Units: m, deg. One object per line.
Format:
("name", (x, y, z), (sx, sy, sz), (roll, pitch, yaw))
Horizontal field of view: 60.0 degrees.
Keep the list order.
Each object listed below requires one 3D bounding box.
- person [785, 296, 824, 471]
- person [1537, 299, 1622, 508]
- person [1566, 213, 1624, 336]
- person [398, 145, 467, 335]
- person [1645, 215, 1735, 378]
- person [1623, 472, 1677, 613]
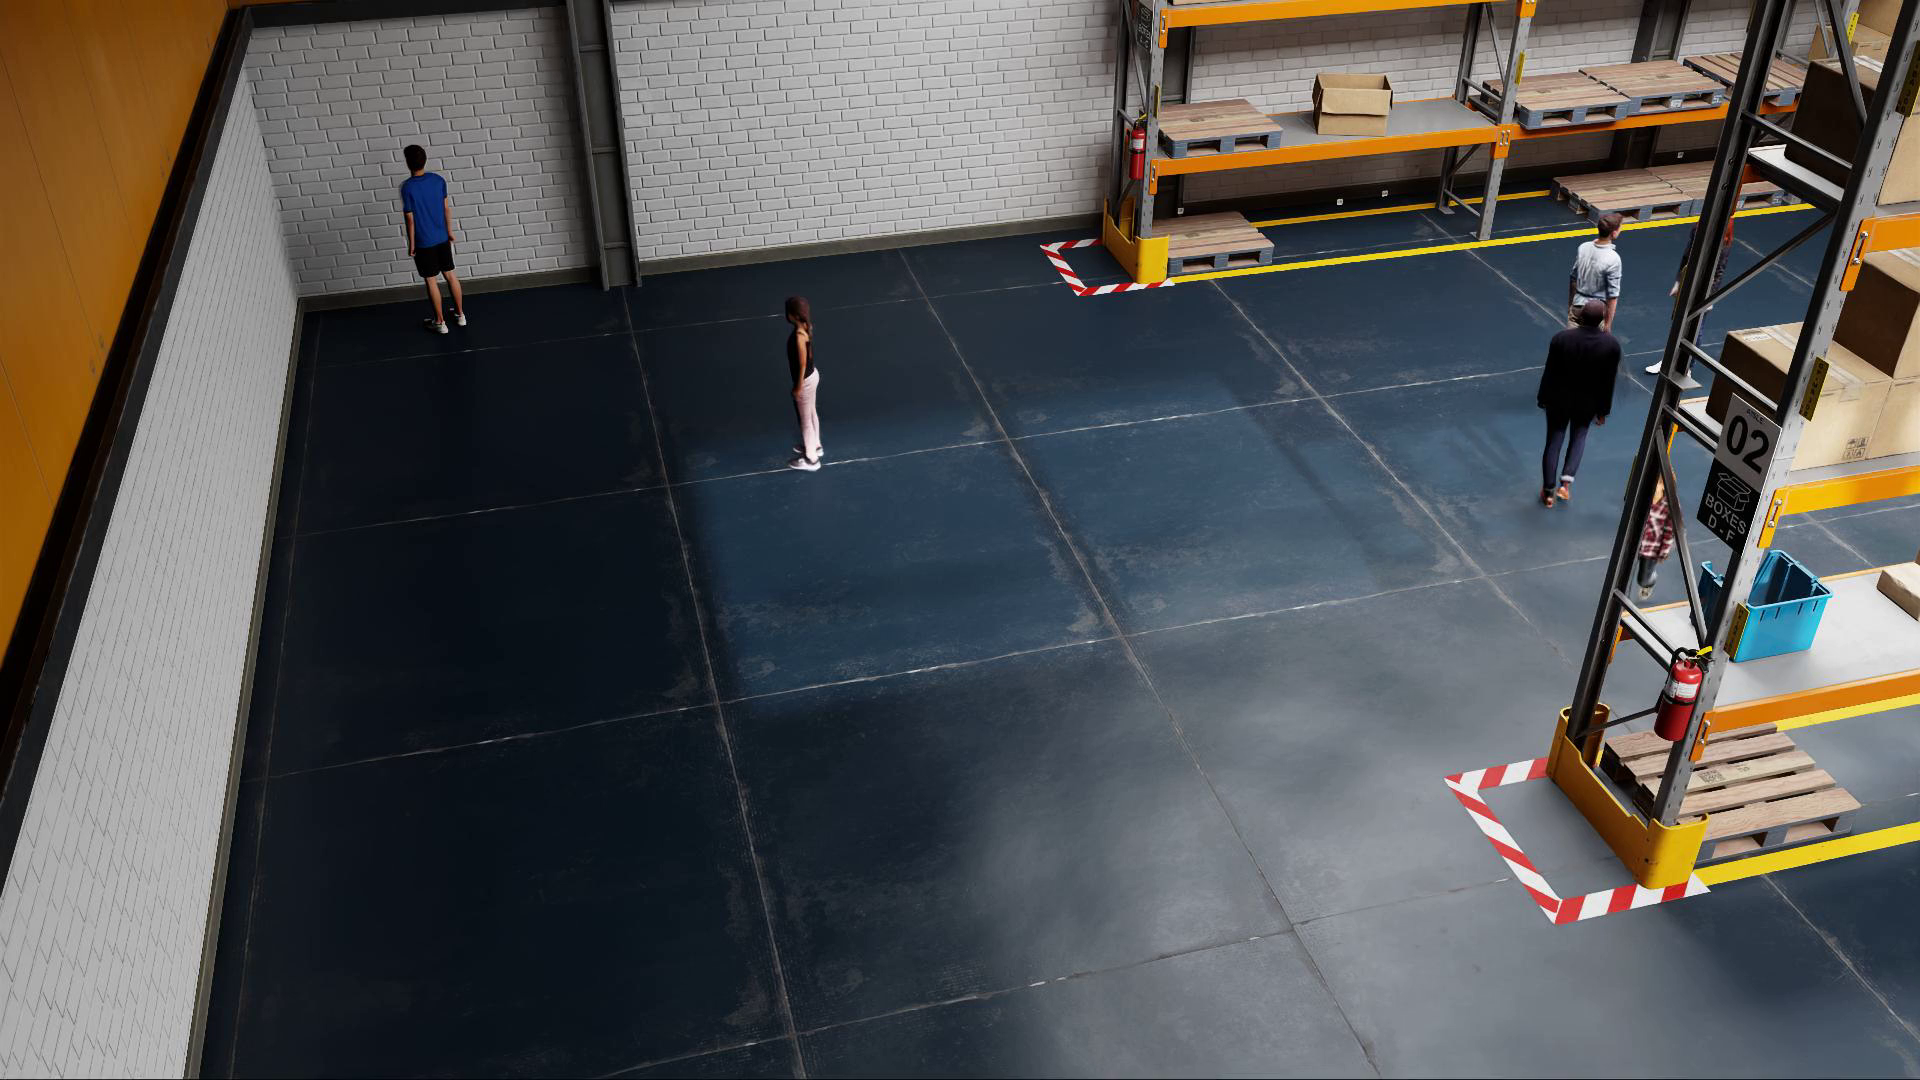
("person", (-1.308, -1.331, 13.955), (0.610, 1.564, 0.605), (4, 34, 6))
("person", (4.892, -1.038, 13.293), (0.791, 1.806, 0.896), (10, 35, 14))
("person", (5.577, -2.028, 14.747), (0.625, 1.847, 0.704), (-17, 37, -24))
("person", (-5.121, -2.921, 16.074), (0.817, 1.866, 0.713), (26, 41, 33))
("person", (6.731, -2.283, 15.186), (0.623, 1.786, 0.631), (-18, 37, -24))
("person", (5.026, 0.010, 12.189), (0.770, 1.285, 0.880), (25, 41, 32))
